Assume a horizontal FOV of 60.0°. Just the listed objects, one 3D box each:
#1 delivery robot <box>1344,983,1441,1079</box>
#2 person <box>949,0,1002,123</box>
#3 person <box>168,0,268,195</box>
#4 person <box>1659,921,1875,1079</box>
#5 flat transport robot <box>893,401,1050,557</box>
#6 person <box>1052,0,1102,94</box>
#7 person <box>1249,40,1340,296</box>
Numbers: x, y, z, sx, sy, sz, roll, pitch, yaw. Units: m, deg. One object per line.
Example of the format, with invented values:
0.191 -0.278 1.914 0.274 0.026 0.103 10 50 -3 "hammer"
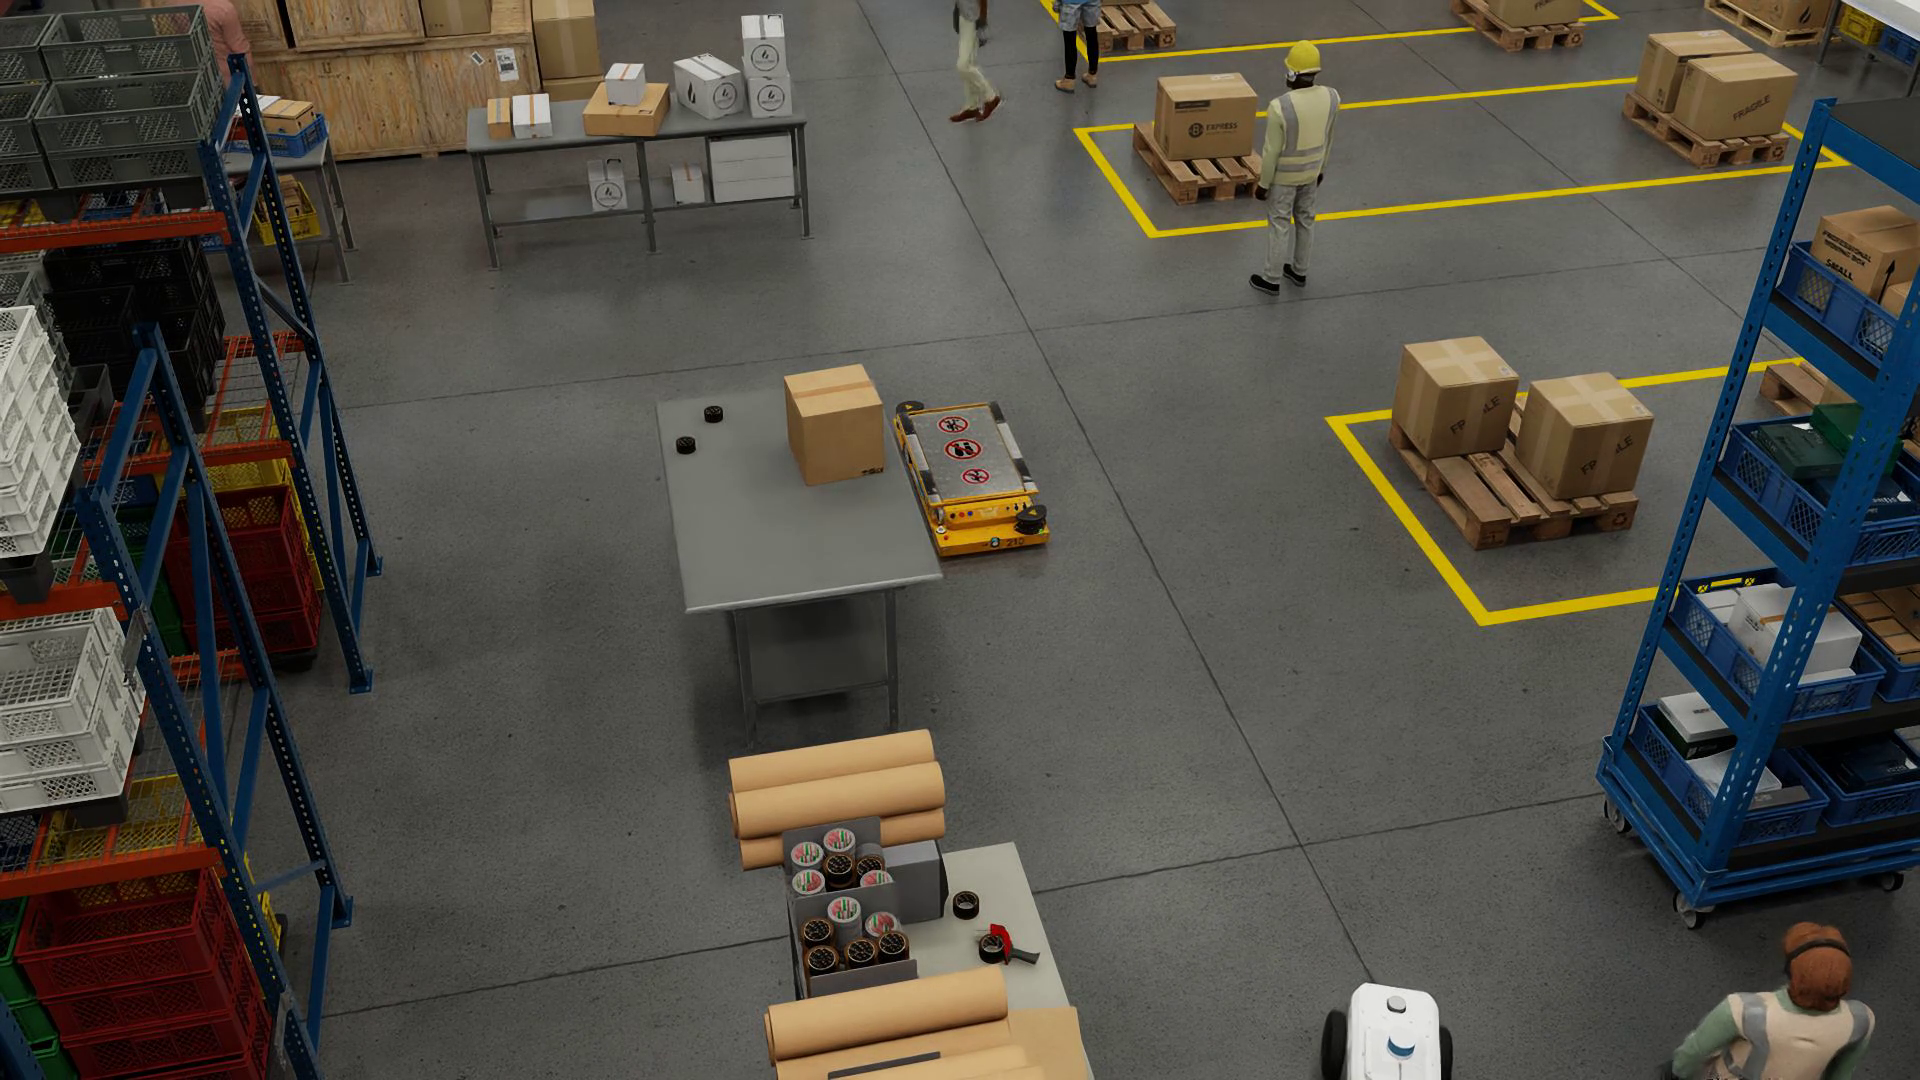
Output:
1.676 2.073 6.433 0.477 0.478 0.707 7 37 9 "delivery robot"
0.071 -4.448 14.188 0.365 1.855 0.553 -14 39 -18 "person"
-5.771 -3.660 13.093 0.643 1.905 0.399 15 39 19 "person"
2.757 1.947 5.783 0.544 1.632 0.332 1 37 2 "person"
0.046 -0.430 10.108 0.652 0.197 1.431 -8 37 -10 "flat transport robot"
1.065 -4.867 14.884 0.539 1.695 0.318 -18 40 -23 "person"
2.338 -2.611 11.739 0.592 1.834 0.404 -18 40 -22 "person"
